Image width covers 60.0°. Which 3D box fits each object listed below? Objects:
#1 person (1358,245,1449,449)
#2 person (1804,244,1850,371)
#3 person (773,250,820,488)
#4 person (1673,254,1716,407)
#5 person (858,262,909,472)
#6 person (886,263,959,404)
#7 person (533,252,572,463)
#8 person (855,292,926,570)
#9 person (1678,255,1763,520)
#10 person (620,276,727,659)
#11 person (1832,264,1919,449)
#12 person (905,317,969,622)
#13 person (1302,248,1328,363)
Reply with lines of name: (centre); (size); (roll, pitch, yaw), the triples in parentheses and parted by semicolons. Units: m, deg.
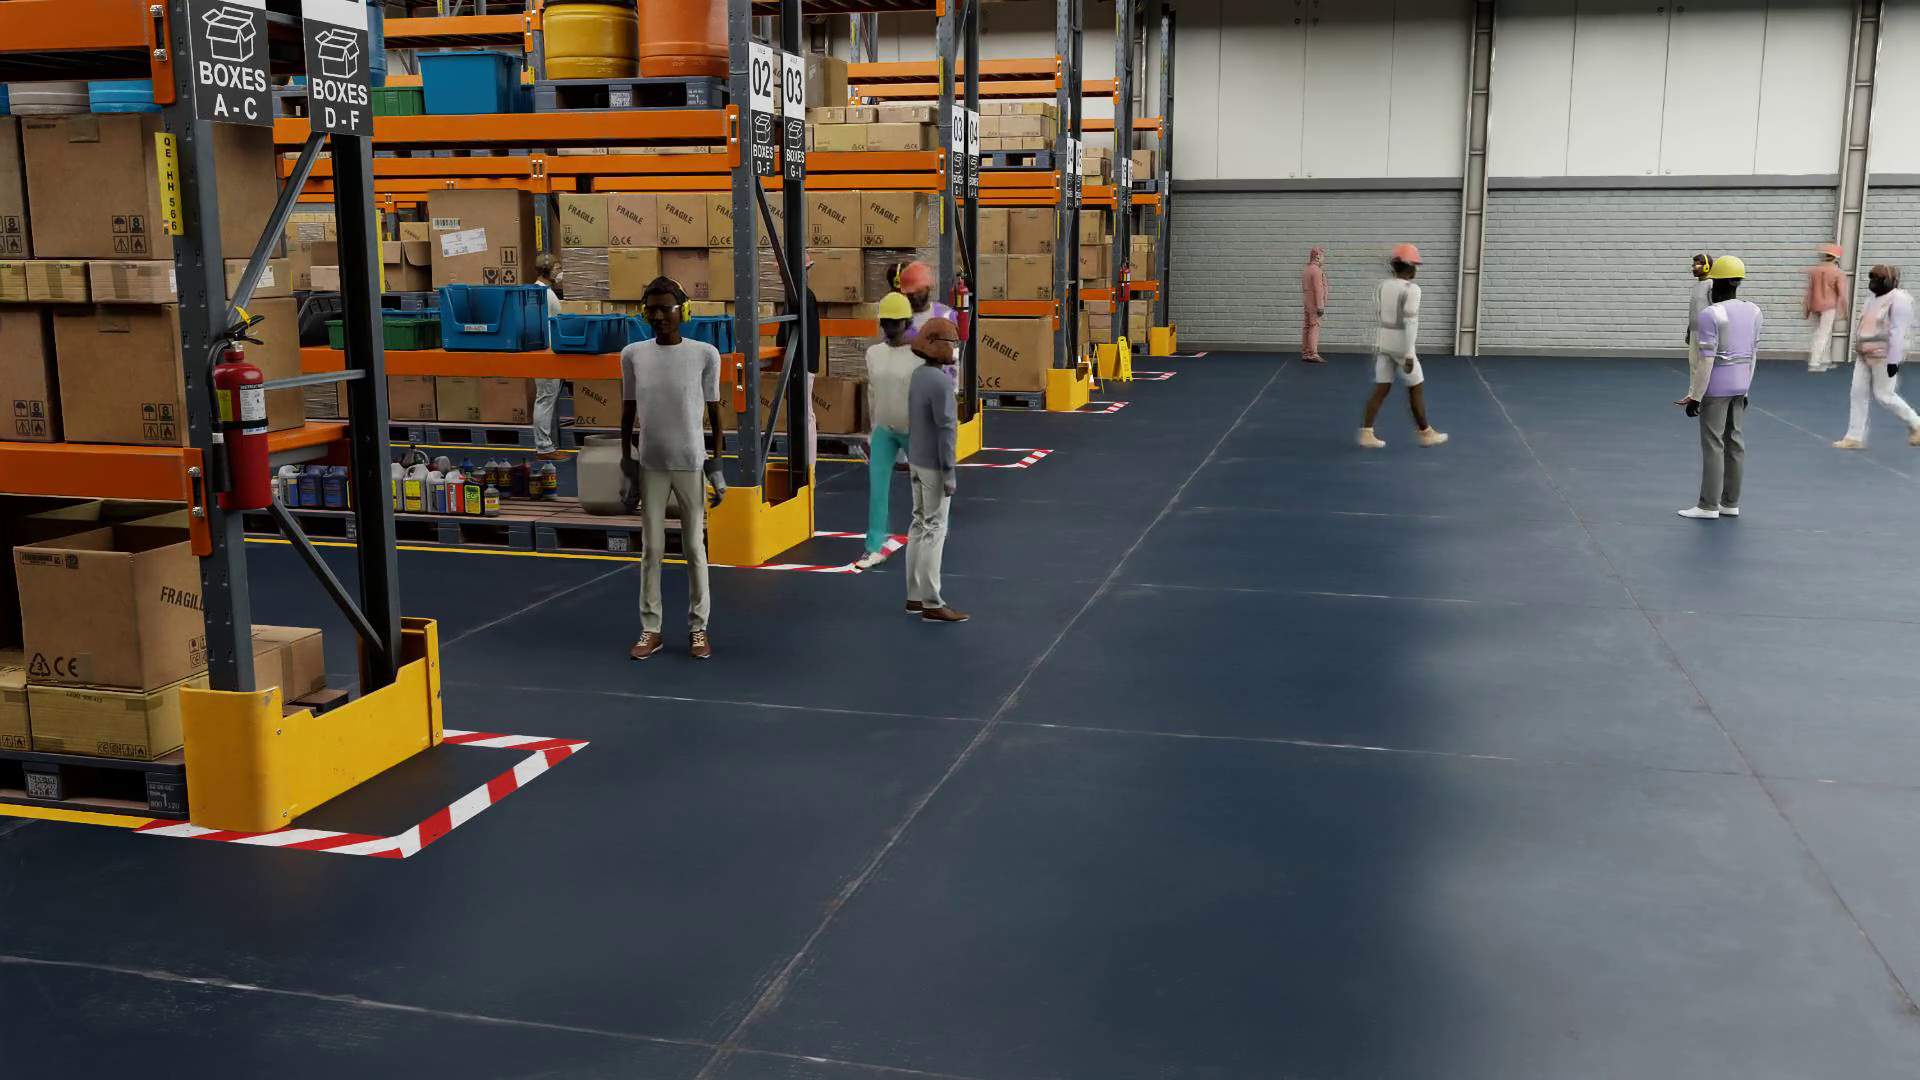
person: (4.355, -1.879, 16.293); (0.954, 1.994, 0.633); (-4, 11, -22)
person: (13.610, -3.614, 25.966); (0.820, 1.962, 0.660); (-3, 11, -18)
person: (-1.337, -1.416, 13.709); (0.375, 1.995, 0.611); (0, 10, 0)
person: (9.065, -2.559, 20.406); (0.312, 1.864, 0.536); (-1, 10, -4)
person: (-0.572, -1.493, 14.547); (0.496, 1.850, 0.531); (0, 10, -1)
person: (-0.275, -1.106, 12.332); (0.558, 1.867, 0.869); (-1, 10, -6)
person: (-3.807, -1.674, 15.339); (0.370, 1.932, 0.623); (-2, 10, -11)
person: (-0.350, -0.716, 10.590); (0.536, 1.723, 0.912); (5, 12, 28)
person: (5.566, -1.106, 12.180); (0.585, 1.928, 0.369); (-5, 12, -27)
person: (-1.401, -0.343, 8.110); (0.521, 1.870, 0.319); (0, 10, 0)
person: (9.015, -1.772, 16.180); (0.762, 1.815, 0.634); (-1, 10, -3)
person: (-0.134, -0.380, 8.971); (0.284, 1.631, 0.502); (-4, 11, -19)
person: (5.954, -3.927, 27.864); (0.411, 1.909, 0.643); (-2, 10, -9)
